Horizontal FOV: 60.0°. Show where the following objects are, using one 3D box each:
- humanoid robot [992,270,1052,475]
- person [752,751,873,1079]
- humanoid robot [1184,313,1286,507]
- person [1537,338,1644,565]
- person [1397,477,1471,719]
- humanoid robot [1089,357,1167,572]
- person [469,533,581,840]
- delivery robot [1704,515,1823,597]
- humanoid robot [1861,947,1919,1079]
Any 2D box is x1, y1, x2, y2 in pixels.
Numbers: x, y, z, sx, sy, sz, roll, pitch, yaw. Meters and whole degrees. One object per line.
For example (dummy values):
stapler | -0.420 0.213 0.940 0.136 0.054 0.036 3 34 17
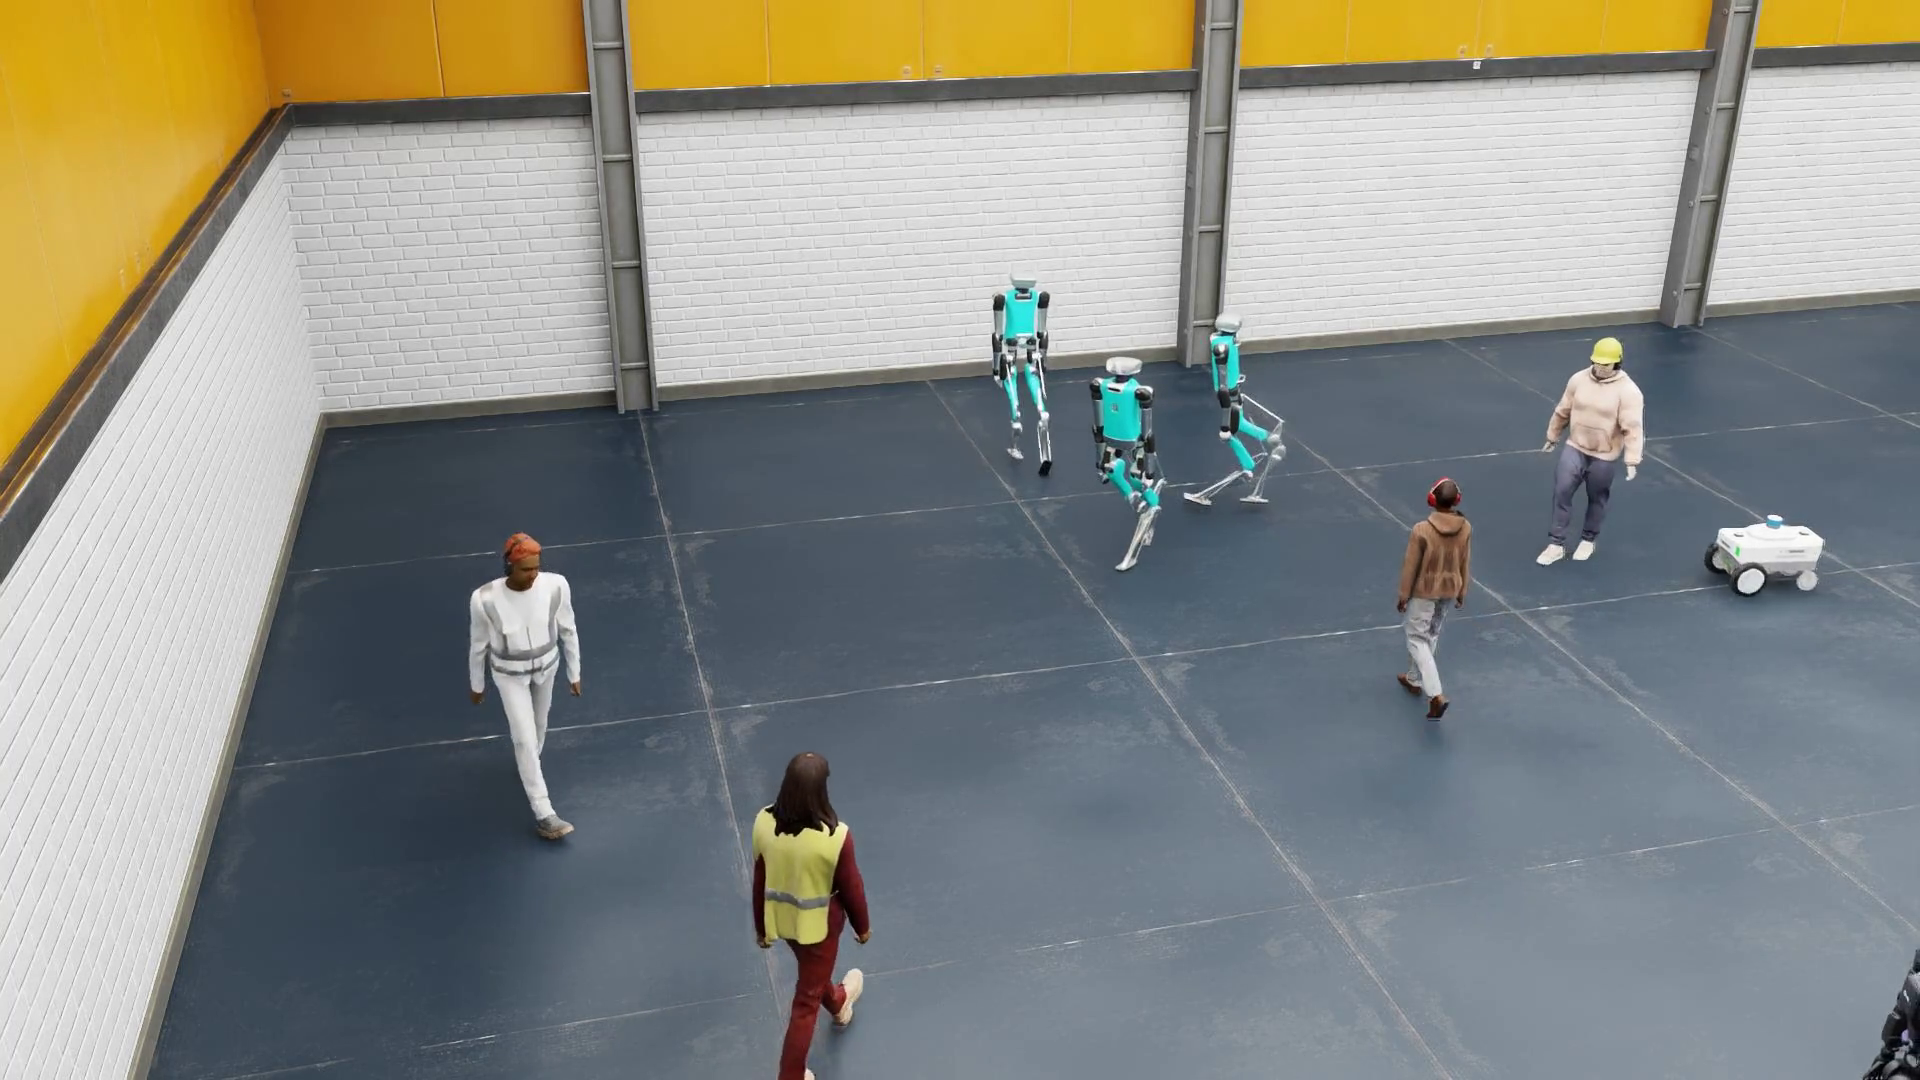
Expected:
humanoid robot | 0.634 -1.446 14.858 0.546 1.792 0.918 -7 25 -15
person | -0.644 1.718 7.649 0.496 1.716 0.930 11 26 23
humanoid robot | 2.383 -1.022 13.842 0.953 1.737 0.549 6 24 13
person | 4.867 -0.661 12.900 0.810 1.844 0.725 19 30 37
person | 3.092 0.372 10.826 0.469 1.630 0.704 -6 24 -13
humanoid robot | 1.416 -0.616 13.015 0.550 1.836 0.880 17 29 33
person | -2.522 0.779 9.655 0.617 1.829 1.006 -14 27 -29
delivery robot | 6.189 0.101 12.772 0.792 0.592 0.499 -2 24 -3
humanoid robot | 3.827 2.195 6.632 0.355 1.651 0.590 3 24 7
